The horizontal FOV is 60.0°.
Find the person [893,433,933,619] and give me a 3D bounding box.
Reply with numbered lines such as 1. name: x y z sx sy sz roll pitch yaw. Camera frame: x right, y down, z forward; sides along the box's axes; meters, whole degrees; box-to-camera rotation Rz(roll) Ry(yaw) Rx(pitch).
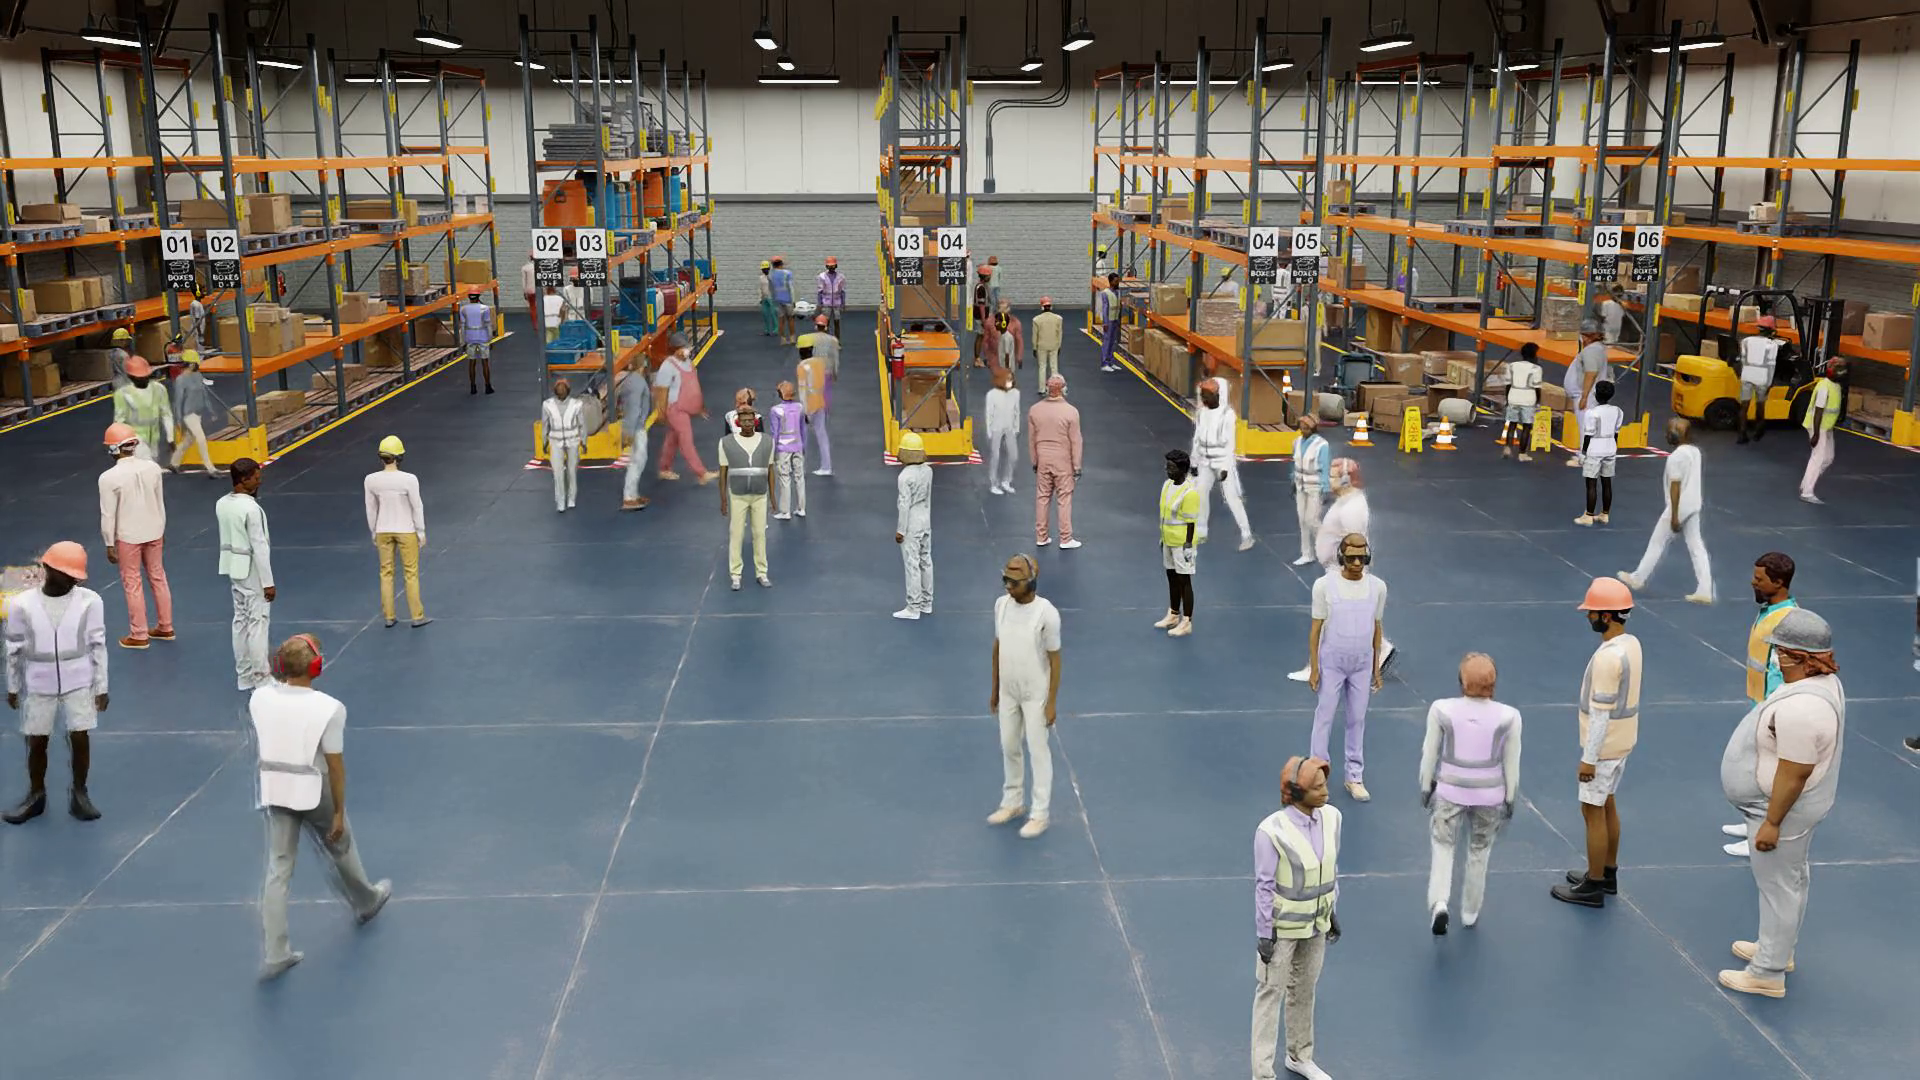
1. person: -0.441 -0.135 15.479 0.294 1.744 0.486 8 15 30

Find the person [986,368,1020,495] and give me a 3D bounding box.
1. person: 0.545 -1.362 20.951 0.524 1.617 0.429 -7 15 -26

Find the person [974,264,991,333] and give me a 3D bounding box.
1. person: 0.567 -5.749 39.507 0.507 1.620 0.518 -5 14 -22

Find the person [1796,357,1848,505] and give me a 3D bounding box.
1. person: 10.589 -1.350 20.447 0.449 1.824 0.612 11 17 39

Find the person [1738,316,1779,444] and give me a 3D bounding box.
1. person: 11.889 -2.397 24.770 0.539 1.867 1.002 12 18 41

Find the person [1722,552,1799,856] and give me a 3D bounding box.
1. person: 5.013 1.010 10.277 0.380 1.910 0.592 5 14 21

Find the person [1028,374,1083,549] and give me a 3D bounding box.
1. person: 1.062 -0.852 18.155 0.643 1.913 0.408 8 16 32

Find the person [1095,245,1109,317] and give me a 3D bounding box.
1. person: 3.553 -6.539 42.249 0.462 1.911 0.595 2 13 10

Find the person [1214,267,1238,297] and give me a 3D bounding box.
1. person: 5.857 -5.149 36.688 0.537 1.750 0.442 3 14 12

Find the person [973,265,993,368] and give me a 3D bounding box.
1. person: 0.467 -4.463 33.202 0.407 2.035 0.605 0 13 -1

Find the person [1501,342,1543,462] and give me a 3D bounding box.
1. person: 7.808 -1.912 23.142 0.409 1.683 0.547 -11 17 -38

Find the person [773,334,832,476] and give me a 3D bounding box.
1. person: -2.082 -1.802 22.228 0.924 1.884 0.602 9 16 34

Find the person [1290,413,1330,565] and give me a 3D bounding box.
1. person: 3.652 -0.526 17.363 0.384 1.622 0.553 -8 15 -31

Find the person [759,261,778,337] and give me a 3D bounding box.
1. person: -4.458 -5.591 38.576 0.533 1.754 0.341 10 16 36

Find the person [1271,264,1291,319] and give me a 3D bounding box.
1. person: 7.369 -5.557 38.160 0.358 1.880 0.575 -9 16 -32

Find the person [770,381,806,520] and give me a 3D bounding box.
1. person: -2.022 -1.052 19.585 0.522 1.638 0.310 -13 18 -43

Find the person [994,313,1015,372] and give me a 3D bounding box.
1. person: 0.684 -2.554 25.488 0.325 1.861 0.505 -2 13 -7

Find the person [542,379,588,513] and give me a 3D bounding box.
1. person: -4.734 -1.120 19.952 0.540 1.592 0.866 -3 14 -12

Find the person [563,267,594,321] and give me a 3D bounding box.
1. person: -7.456 -4.308 32.513 0.608 2.044 0.378 0 13 0

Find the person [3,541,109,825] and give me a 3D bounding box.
1. person: -5.822 0.926 10.677 0.680 1.886 0.493 -6 15 -25

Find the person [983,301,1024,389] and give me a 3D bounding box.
1. person: 0.712 -2.999 27.361 0.669 1.850 0.980 0 13 2

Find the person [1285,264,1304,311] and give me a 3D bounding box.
1. person: 9.045 -7.099 44.629 0.651 1.907 0.409 10 17 36

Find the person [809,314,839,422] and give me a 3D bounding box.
1. person: -2.199 -2.714 26.412 0.577 1.732 0.534 -1 13 -4

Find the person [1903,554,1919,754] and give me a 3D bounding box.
1. person: 7.080 0.645 11.772 0.617 1.938 0.680 -2 13 -10

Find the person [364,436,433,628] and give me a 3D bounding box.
1. person: -5.123 -0.070 15.151 0.522 1.769 0.318 1 13 5

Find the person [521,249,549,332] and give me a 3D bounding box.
1. person: -10.092 -5.926 39.550 0.623 1.962 0.509 -4 14 -18

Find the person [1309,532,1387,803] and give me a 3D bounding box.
1. person: 2.578 0.848 11.095 0.508 1.846 0.345 -1 13 -6

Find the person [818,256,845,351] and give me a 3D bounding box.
1. person: -2.755 -5.086 35.810 0.608 2.044 0.371 -3 14 -12

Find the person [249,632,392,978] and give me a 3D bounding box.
1. person: -3.505 1.370 8.996 0.573 1.788 1.009 3 14 11

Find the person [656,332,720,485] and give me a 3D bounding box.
1. person: -3.592 -1.744 21.653 1.028 2.000 0.691 4 14 17

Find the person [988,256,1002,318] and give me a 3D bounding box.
1. person: 0.851 -6.420 42.358 0.508 1.626 0.280 -9 16 -34
